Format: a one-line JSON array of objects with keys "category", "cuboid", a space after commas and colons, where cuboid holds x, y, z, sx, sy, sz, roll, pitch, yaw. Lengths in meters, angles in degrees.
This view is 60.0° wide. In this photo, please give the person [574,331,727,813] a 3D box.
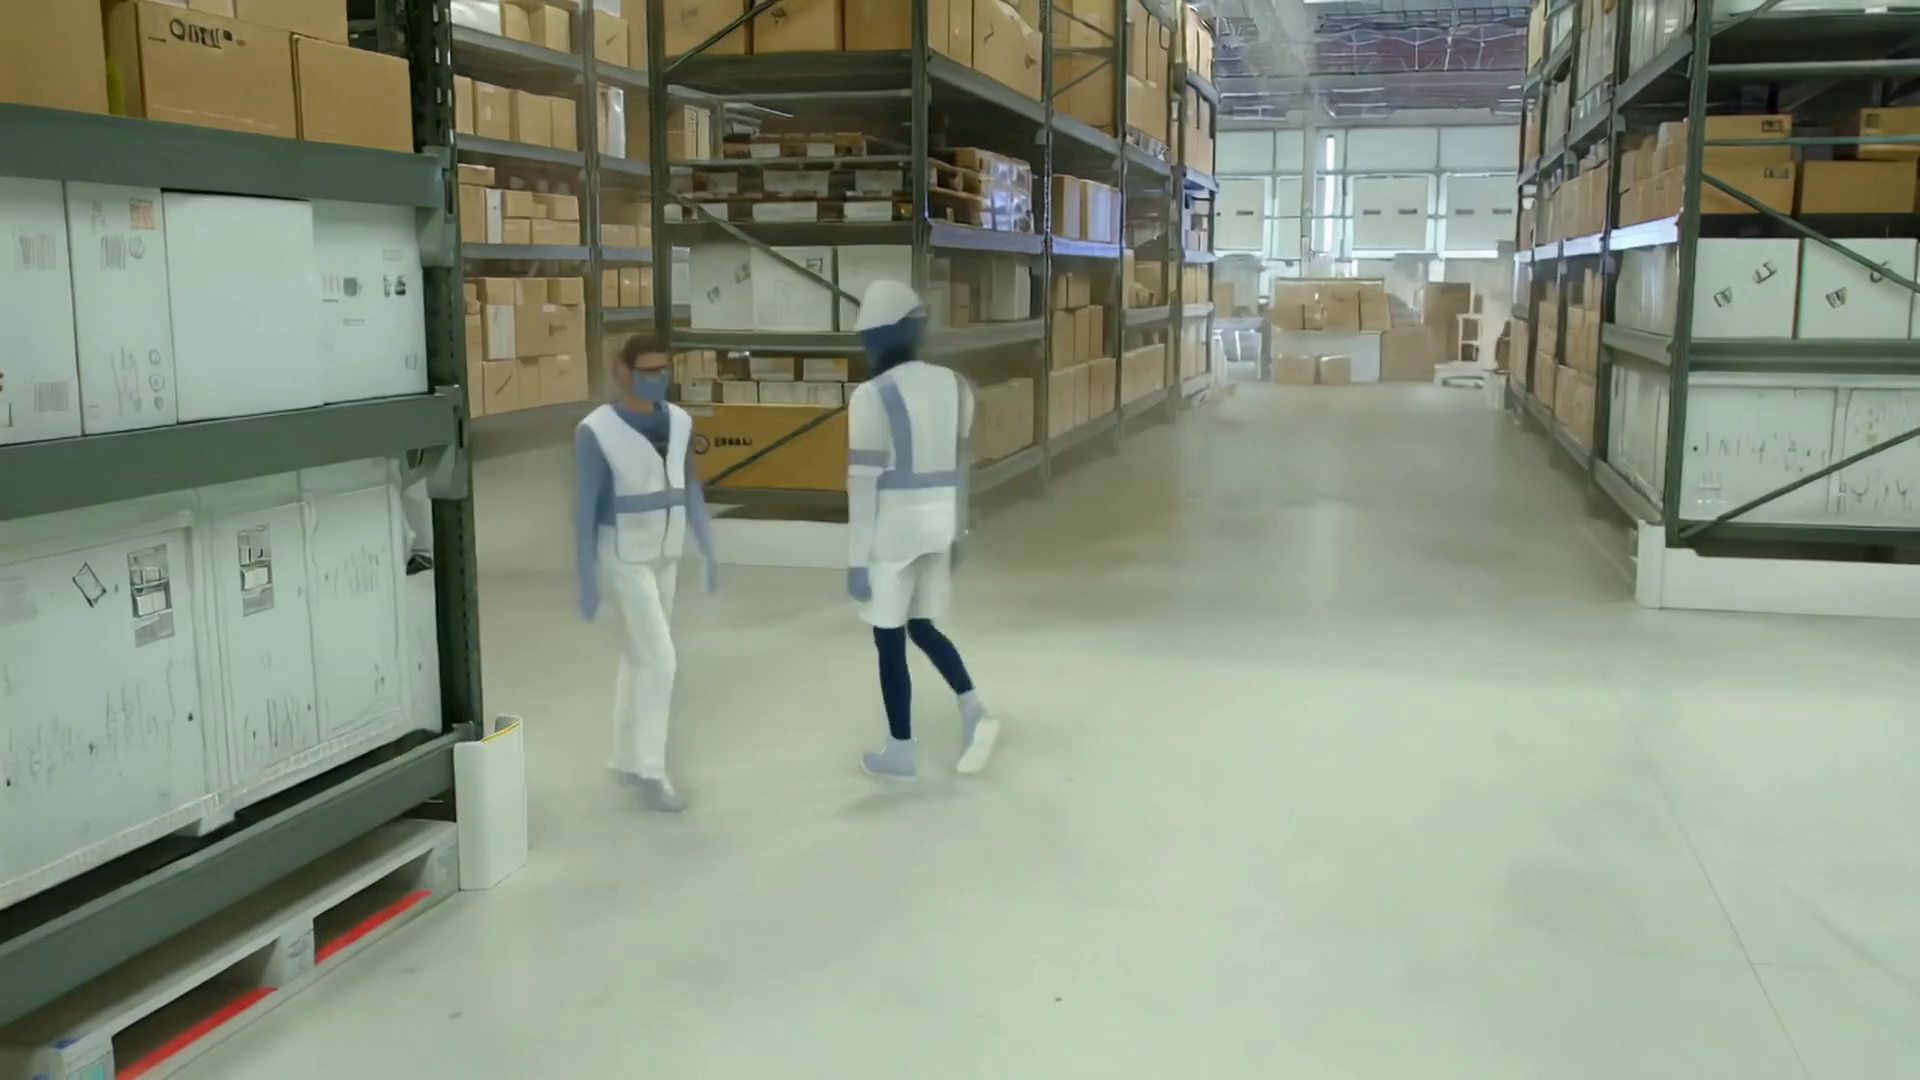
[{"category": "person", "cuboid": [-1.149, 0.118, 6.395, 0.666, 1.823, 0.572, 5, 10, 27]}]

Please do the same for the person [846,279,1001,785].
[{"category": "person", "cuboid": [-0.159, -0.006, 6.548, 0.598, 2.016, 0.653, 9, 12, 44]}]

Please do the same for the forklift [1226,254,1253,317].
[{"category": "forklift", "cuboid": [9.270, -8.127, 55.406, 1.873, 2.768, 1.129, -7, 11, -38]}]

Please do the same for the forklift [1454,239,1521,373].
[{"category": "forklift", "cuboid": [11.532, -4.888, 34.828, 1.873, 2.768, 1.129, 7, 12, 39]}]

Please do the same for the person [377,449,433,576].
[{"category": "person", "cuboid": [-3.875, -0.701, 11.354, 0.401, 1.899, 0.636, -9, 13, -44]}]

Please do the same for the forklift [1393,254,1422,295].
[{"category": "forklift", "cuboid": [14.750, -8.054, 54.939, 1.129, 2.768, 1.873, -2, 9, -13]}]

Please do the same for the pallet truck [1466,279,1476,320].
[{"category": "pallet truck", "cuboid": [18.896, -8.459, 60.307, 1.885, 1.965, 0.823, 5, 10, 31]}]
